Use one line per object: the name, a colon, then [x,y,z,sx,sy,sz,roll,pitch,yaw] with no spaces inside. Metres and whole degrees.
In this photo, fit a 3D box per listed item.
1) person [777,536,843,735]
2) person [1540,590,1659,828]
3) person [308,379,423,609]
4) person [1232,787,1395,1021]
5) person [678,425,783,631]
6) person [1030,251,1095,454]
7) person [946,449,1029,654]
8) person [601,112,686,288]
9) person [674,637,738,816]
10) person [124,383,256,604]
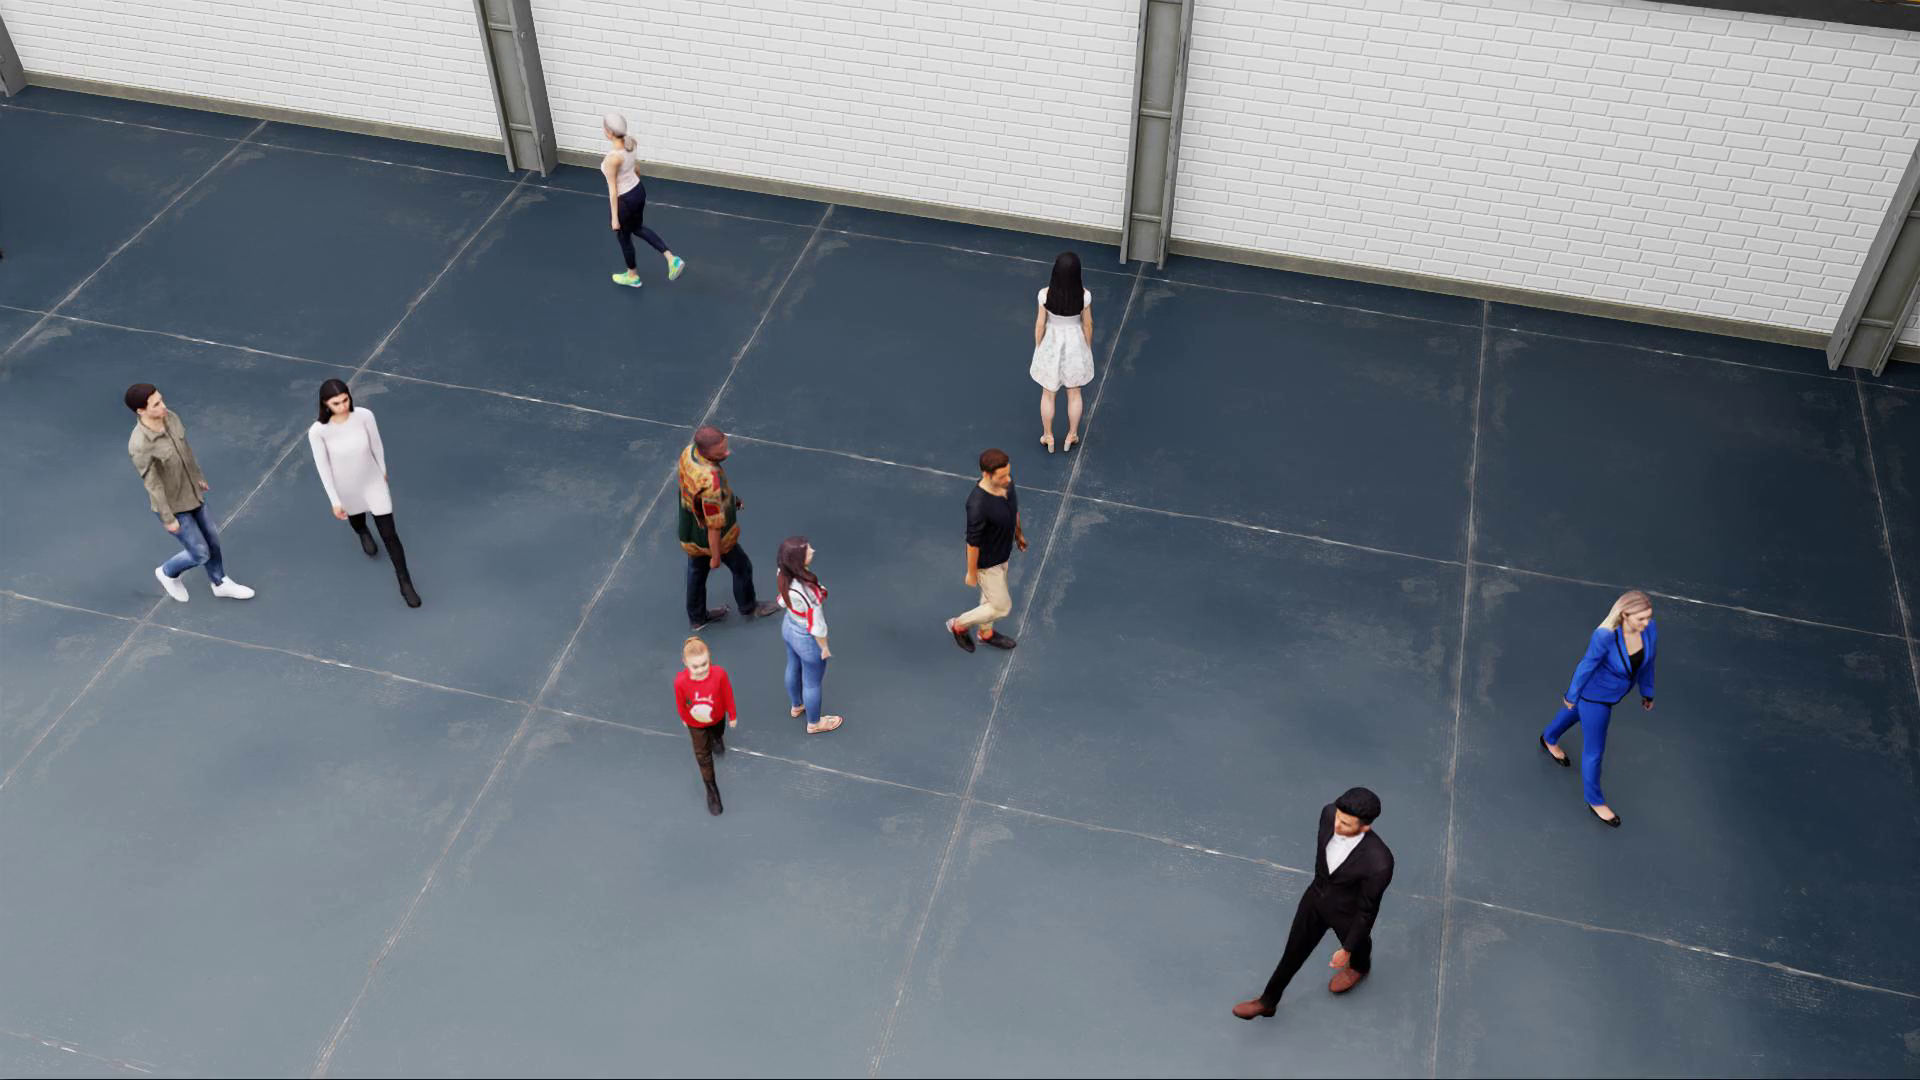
person: [-0.993,0.587,10.539,0.716,1.613,0.638,-26,49,-24]
person: [3.870,0.863,10.210,1.066,1.667,1.109,-21,47,-21]
person: [-4.170,-0.406,11.471,1.138,1.767,1.181,-21,47,-20]
person: [2.131,1.943,8.957,1.250,1.833,1.192,-22,48,-22]
person: [-1.750,-0.039,11.076,1.050,1.779,0.984,-22,48,-22]
person: [0.773,-1.408,12.517,0.653,1.774,0.773,1,44,1]
person: [0.113,0.072,10.916,0.731,1.840,0.706,15,46,15]
person: [-2.726,-2.828,14.070,0.942,1.688,0.647,14,45,14]
person: [-1.581,1.041,10.313,0.904,1.268,0.865,-13,45,-14]
person: [-5.379,-0.288,11.283,0.880,1.855,0.757,8,44,8]
